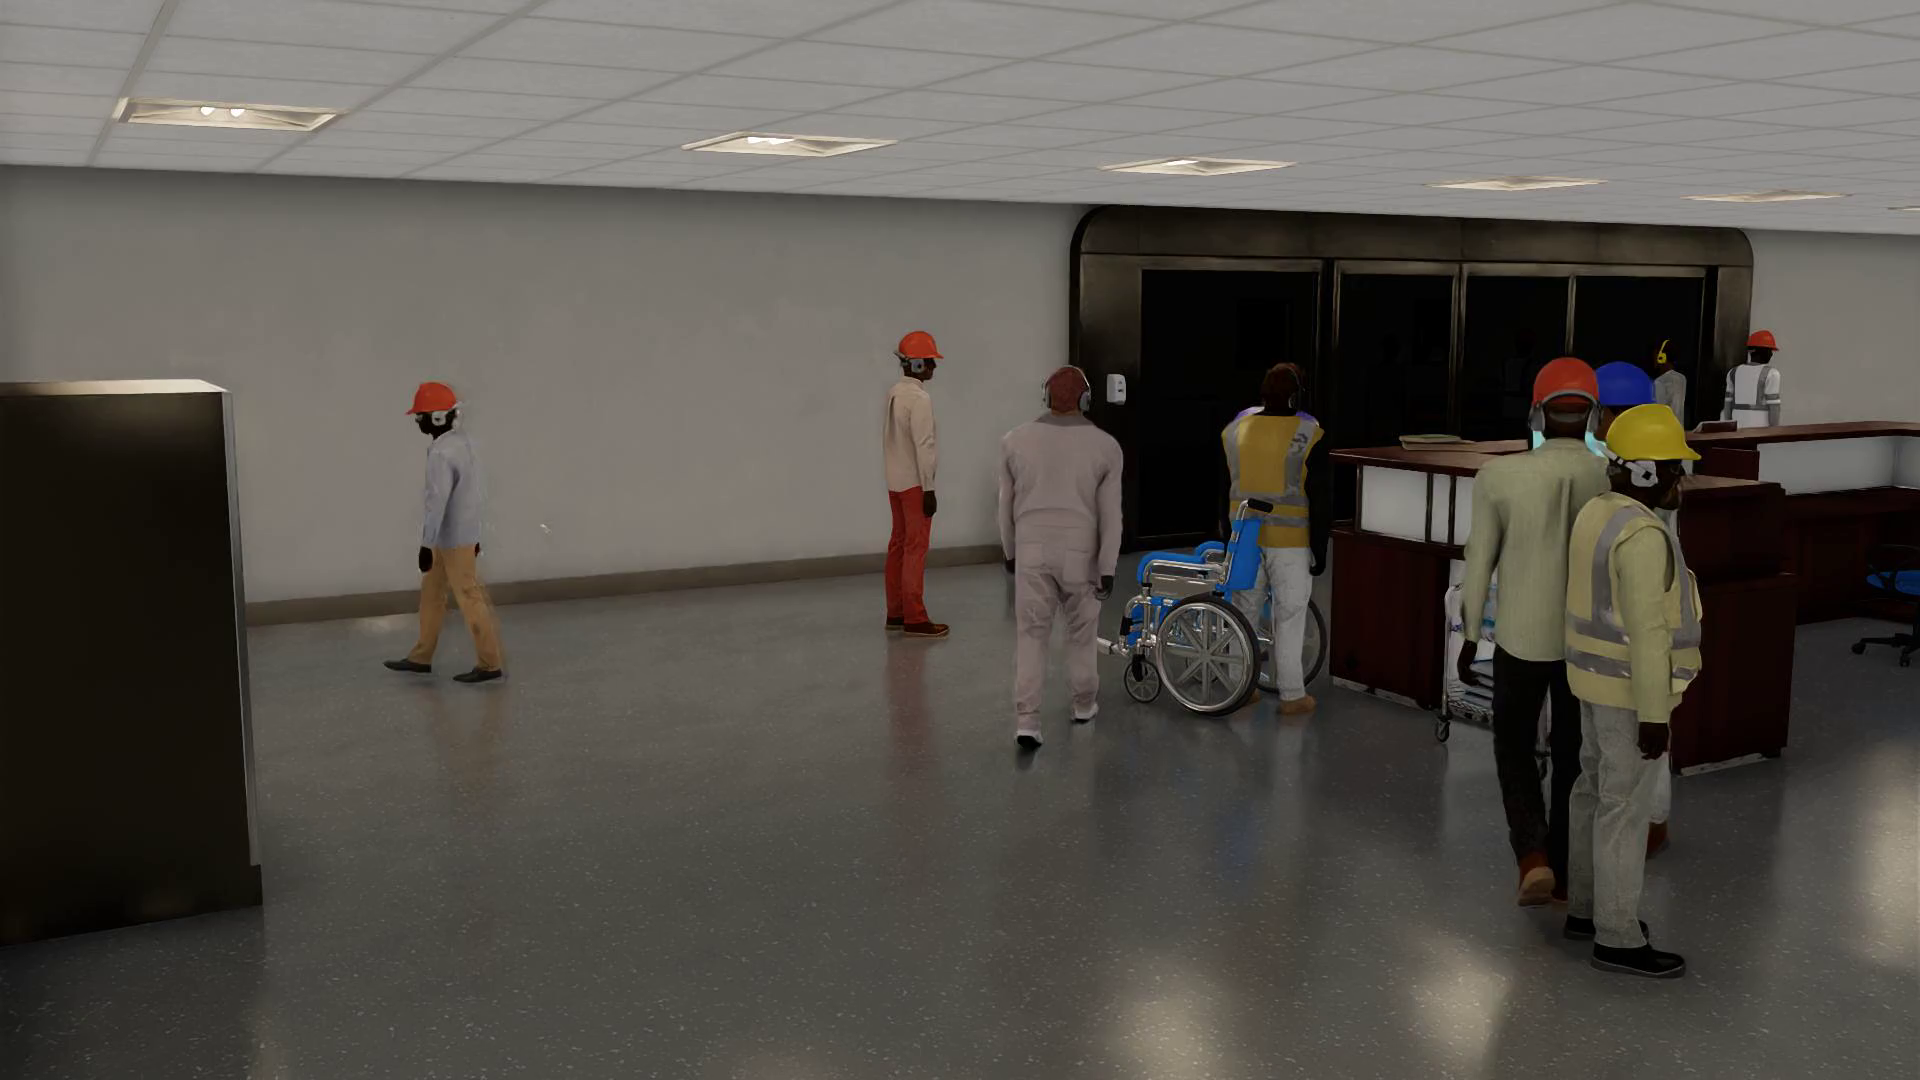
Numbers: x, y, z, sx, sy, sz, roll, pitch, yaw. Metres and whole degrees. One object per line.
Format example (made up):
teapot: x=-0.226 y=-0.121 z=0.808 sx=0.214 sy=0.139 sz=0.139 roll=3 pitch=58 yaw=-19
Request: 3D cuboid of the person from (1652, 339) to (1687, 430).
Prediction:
person: x=6.394 y=-0.890 z=15.135 sx=0.521 sy=1.873 sz=0.334 roll=-7 pitch=11 yaw=-43

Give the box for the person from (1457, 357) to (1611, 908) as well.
person: x=2.079 y=0.349 z=5.823 sx=0.656 sy=1.969 sz=0.631 roll=1 pitch=8 yaw=9

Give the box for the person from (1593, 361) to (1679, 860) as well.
person: x=2.601 y=0.275 z=6.510 sx=0.452 sy=1.936 sz=0.635 roll=2 pitch=8 yaw=17

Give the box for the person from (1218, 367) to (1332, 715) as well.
person: x=1.668 y=0.007 z=8.792 sx=0.628 sy=1.835 sz=0.429 roll=5 pitch=10 yaw=34

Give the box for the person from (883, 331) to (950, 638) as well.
person: x=-0.294 y=-0.365 z=10.879 sx=0.395 sy=1.992 sz=0.622 roll=-4 pitch=9 yaw=-24

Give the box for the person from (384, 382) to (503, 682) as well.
person: x=-2.995 y=-0.031 z=9.461 sx=0.796 sy=1.715 sz=0.576 roll=-1 pitch=8 yaw=-8

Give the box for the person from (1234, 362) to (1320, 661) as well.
person: x=1.973 y=-0.172 z=10.179 sx=0.858 sy=1.808 sz=0.579 roll=-7 pitch=11 yaw=-43

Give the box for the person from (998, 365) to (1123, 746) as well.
person: x=0.490 y=0.066 z=8.254 sx=0.636 sy=1.867 sz=0.985 roll=1 pitch=8 yaw=10

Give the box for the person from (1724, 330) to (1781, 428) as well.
person: x=7.751 y=-1.074 z=16.240 sx=0.373 sy=1.930 sz=0.552 roll=-5 pitch=9 yaw=-31

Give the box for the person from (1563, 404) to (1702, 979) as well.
person: x=2.173 y=0.475 z=5.389 sx=0.404 sy=1.831 sz=0.600 roll=0 pitch=8 yaw=3
